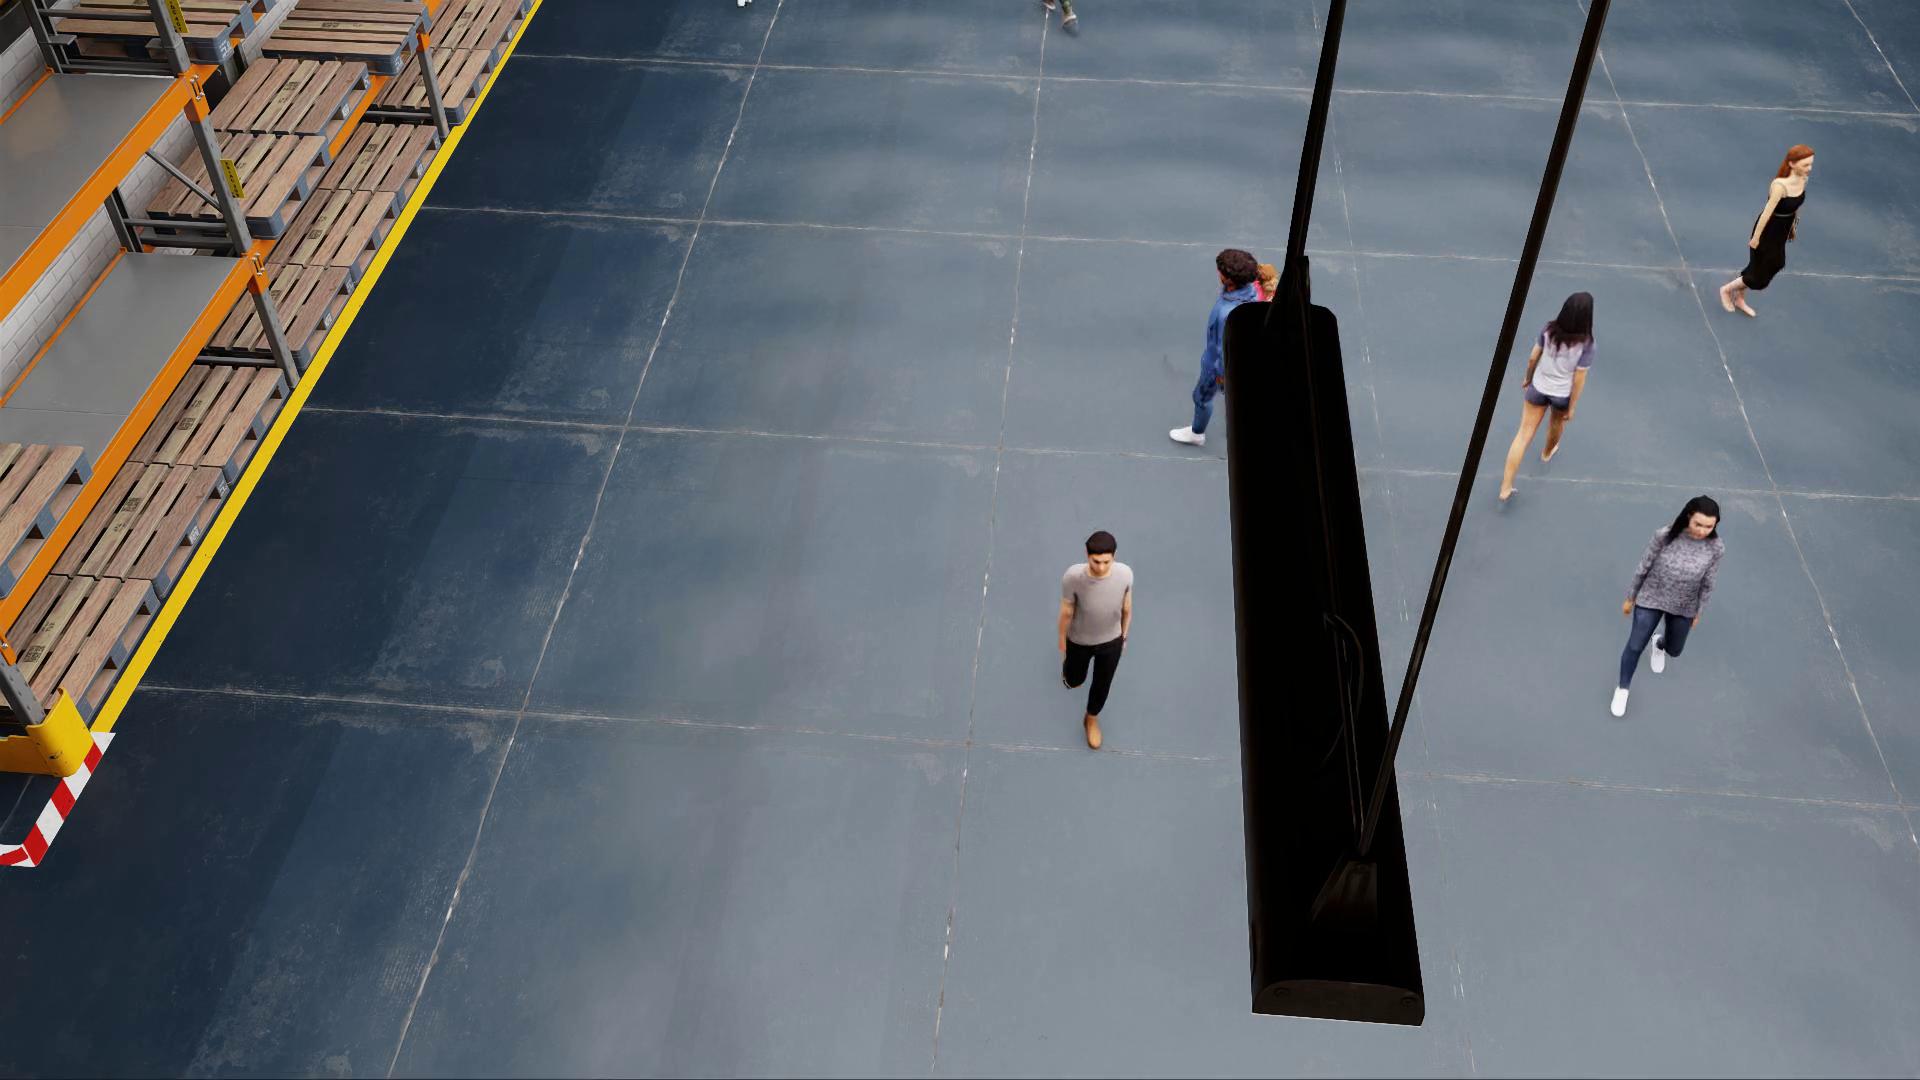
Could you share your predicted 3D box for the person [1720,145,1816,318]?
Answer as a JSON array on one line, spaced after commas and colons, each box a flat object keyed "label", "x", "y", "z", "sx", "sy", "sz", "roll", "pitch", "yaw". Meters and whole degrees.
[{"label": "person", "x": 6.715, "y": -2.619, "z": 13.914, "sx": 0.743, "sy": 1.618, "sz": 0.803, "roll": -28, "pitch": 50, "yaw": -26}]

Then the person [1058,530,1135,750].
[{"label": "person", "x": 0.847, "y": 0.540, "z": 10.536, "sx": 0.693, "sy": 1.704, "sz": 0.926, "roll": -2, "pitch": 44, "yaw": -2}]

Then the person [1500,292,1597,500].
[{"label": "person", "x": 4.292, "y": -1.029, "z": 12.194, "sx": 1.001, "sy": 1.687, "sz": 1.230, "roll": 27, "pitch": 50, "yaw": 26}]

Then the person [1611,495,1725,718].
[{"label": "person", "x": 4.559, "y": 0.356, "z": 10.718, "sx": 0.790, "sy": 1.719, "sz": 0.956, "roll": 15, "pitch": 46, "yaw": 15}]

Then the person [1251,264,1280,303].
[{"label": "person", "x": 2.284, "y": -1.669, "z": 13.162, "sx": 0.824, "sy": 1.279, "sz": 0.912, "roll": 24, "pitch": 49, "yaw": 23}]

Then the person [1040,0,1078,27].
[{"label": "person", "x": 1.082, "y": -6.331, "z": 17.807, "sx": 0.980, "sy": 1.622, "sz": 1.159, "roll": -22, "pitch": 48, "yaw": -22}]

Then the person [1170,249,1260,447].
[{"label": "person", "x": 2.079, "y": -1.397, "z": 12.511, "sx": 0.980, "sy": 1.785, "sz": 1.062, "roll": 17, "pitch": 46, "yaw": 17}]
